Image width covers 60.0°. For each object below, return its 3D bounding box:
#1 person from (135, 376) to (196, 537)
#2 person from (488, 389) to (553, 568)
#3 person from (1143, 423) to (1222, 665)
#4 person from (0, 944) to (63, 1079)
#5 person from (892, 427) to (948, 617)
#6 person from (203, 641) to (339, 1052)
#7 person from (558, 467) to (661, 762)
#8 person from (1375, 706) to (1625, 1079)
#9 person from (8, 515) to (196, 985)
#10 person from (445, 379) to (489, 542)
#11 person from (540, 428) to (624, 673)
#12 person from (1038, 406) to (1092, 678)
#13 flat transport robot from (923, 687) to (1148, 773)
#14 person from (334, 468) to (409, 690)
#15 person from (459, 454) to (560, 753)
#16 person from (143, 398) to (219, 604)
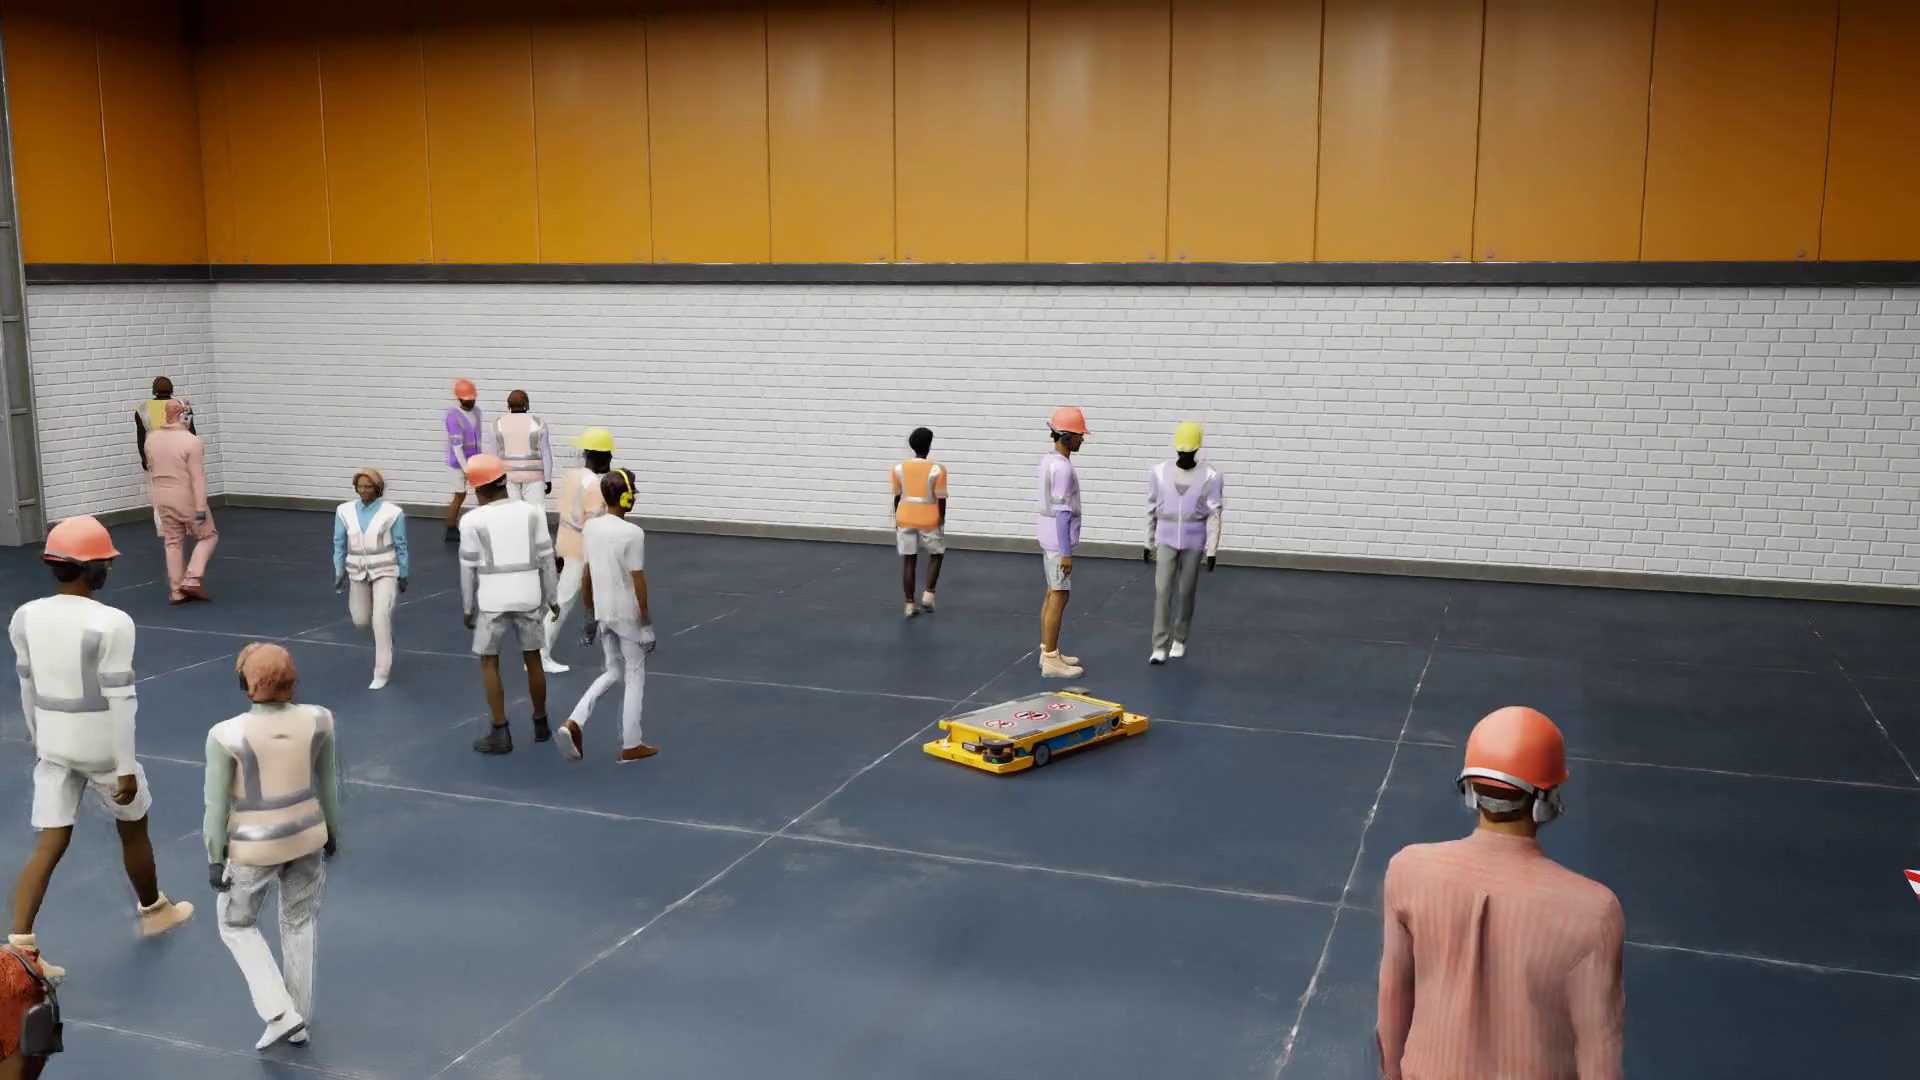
[{"bbox_3d":[-9.096,-0.957,19.122,0.625,1.846,0.429,-3,10,-17],"label":"person"},{"bbox_3d":[-4.484,-0.623,17.052,0.627,1.845,0.429,-1,9,-3],"label":"person"},{"bbox_3d":[1.695,0.043,12.798,0.609,1.875,0.941,2,9,12],"label":"person"},{"bbox_3d":[-1.641,1.646,2.910,0.662,1.856,0.488,2,9,15],"label":"person"},{"bbox_3d":[-0.347,-0.151,14.620,0.541,1.686,0.368,3,10,16],"label":"person"},{"bbox_3d":[-2.653,1.194,6.444,0.351,1.626,0.539,8,12,42],"label":"person"},{"bbox_3d":[-2.126,0.485,10.160,0.520,1.851,0.599,7,11,36],"label":"person"},{"bbox_3d":[1.316,1.390,4.116,0.641,1.980,0.472,7,12,39],"label":"person"},{"bbox_3d":[-3.816,0.893,7.194,0.619,2.004,1.048,2,9,12],"label":"person"},{"bbox_3d":[-5.447,-0.860,18.457,0.839,1.865,0.590,5,11,30],"label":"person"},{"bbox_3d":[-2.850,0.075,12.716,1.055,1.844,0.599,-5,10,-28],"label":"person"},{"bbox_3d":[0.786,0.014,12.508,0.396,2.033,0.609,-1,9,-4],"label":"person"},{"bbox_3d":[0.501,1.196,10.625,0.652,0.197,1.431,9,13,44],"label":"flat transport robot"},{"bbox_3d":[-4.323,0.254,12.310,0.514,1.614,0.656,1,9,3],"label":"person"},{"bbox_3d":[-2.851,0.400,10.587,0.621,1.902,0.453,-5,10,-28],"label":"person"},{"bbox_3d":[-7.087,-0.344,15.184,0.646,1.892,0.428,3,10,17],"label":"person"}]
